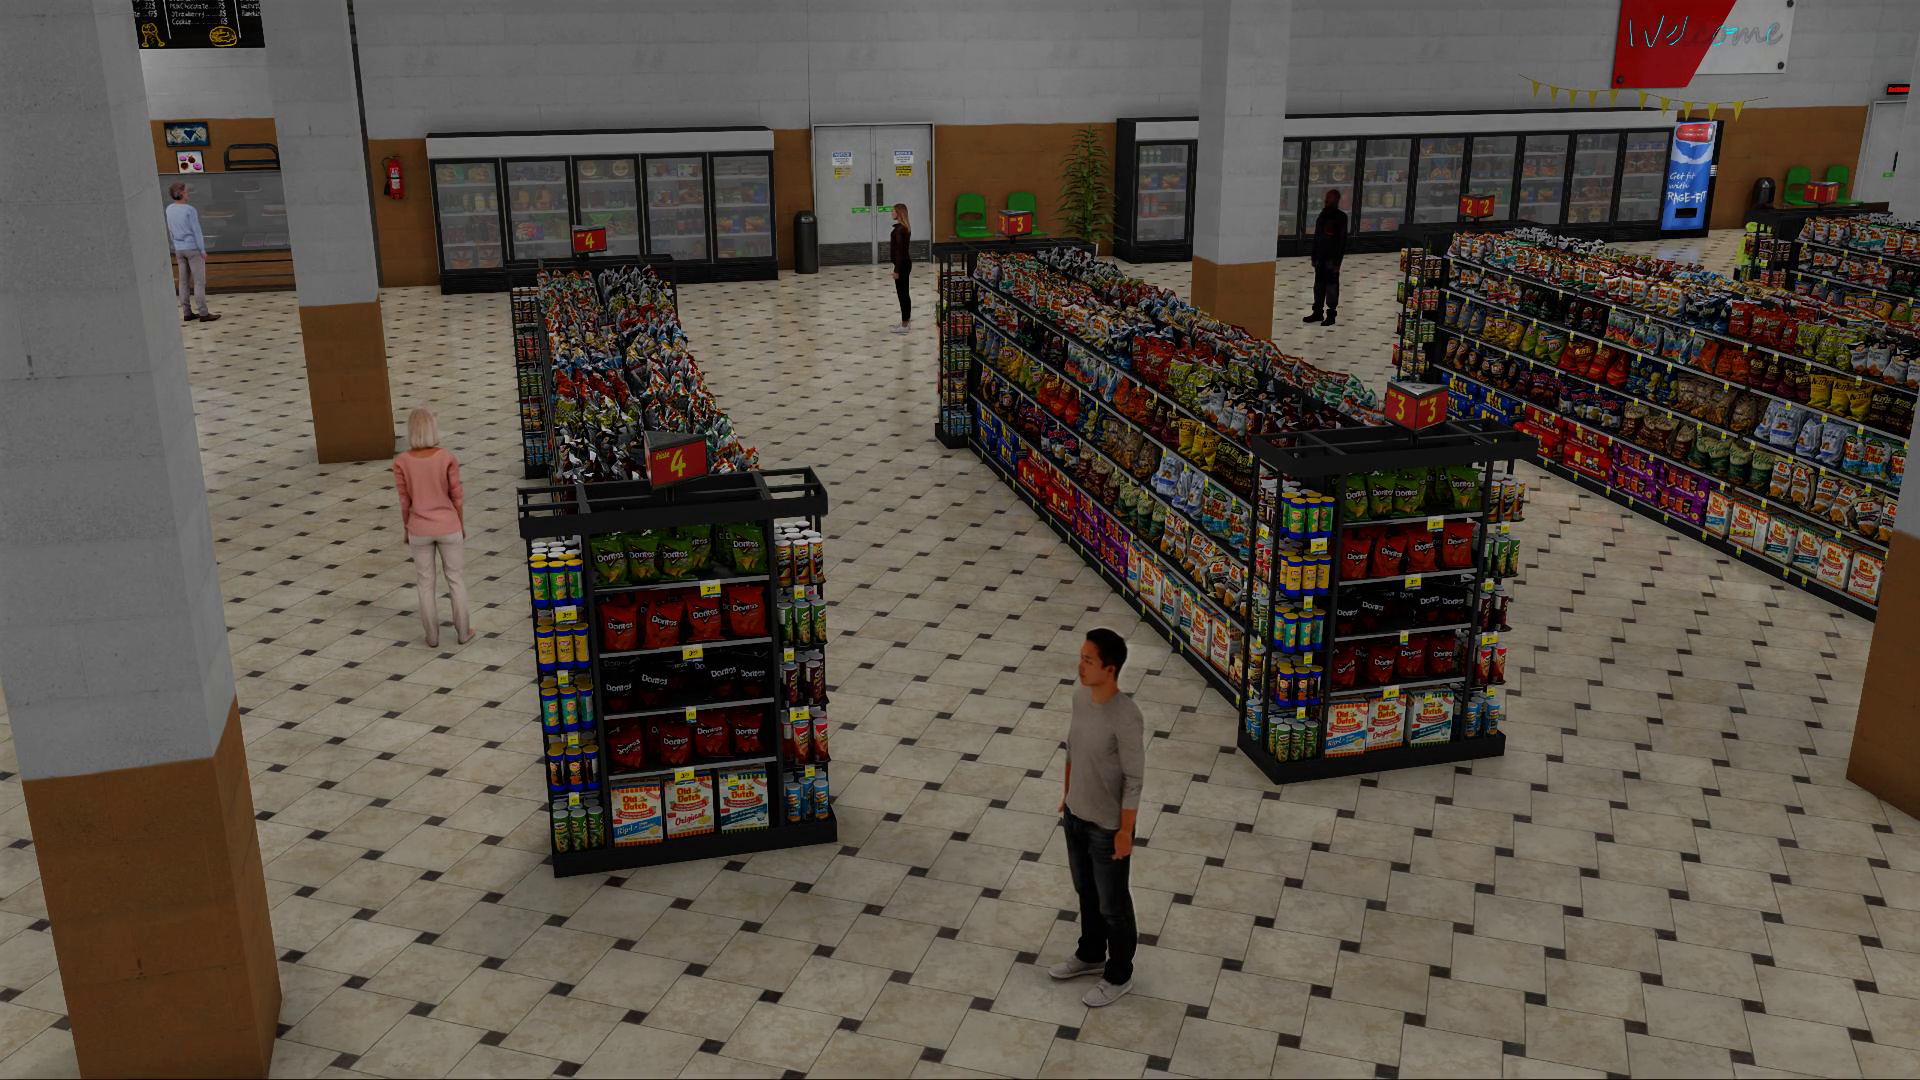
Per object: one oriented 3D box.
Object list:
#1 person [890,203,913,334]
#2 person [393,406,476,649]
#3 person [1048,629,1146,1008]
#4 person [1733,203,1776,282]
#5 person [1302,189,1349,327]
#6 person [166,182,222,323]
[{"bbox_3d":[-0.767,-3.626,22.159,0.732,1.704,0.590,3,19,10],"label":"person"},{"bbox_3d":[-3.685,-0.091,11.643,0.605,1.724,0.521,-4,19,-11],"label":"person"},{"bbox_3d":[0.653,1.243,7.551,0.773,1.811,0.568,-10,21,-28],"label":"person"},{"bbox_3d":[9.535,-3.070,20.073,0.900,1.983,0.704,1,19,2],"label":"person"},{"bbox_3d":[5.035,-3.870,22.693,0.829,1.826,0.660,-12,22,-31],"label":"person"},{"bbox_3d":[-10.601,-3.960,22.851,0.749,1.894,0.771,6,20,18],"label":"person"}]
